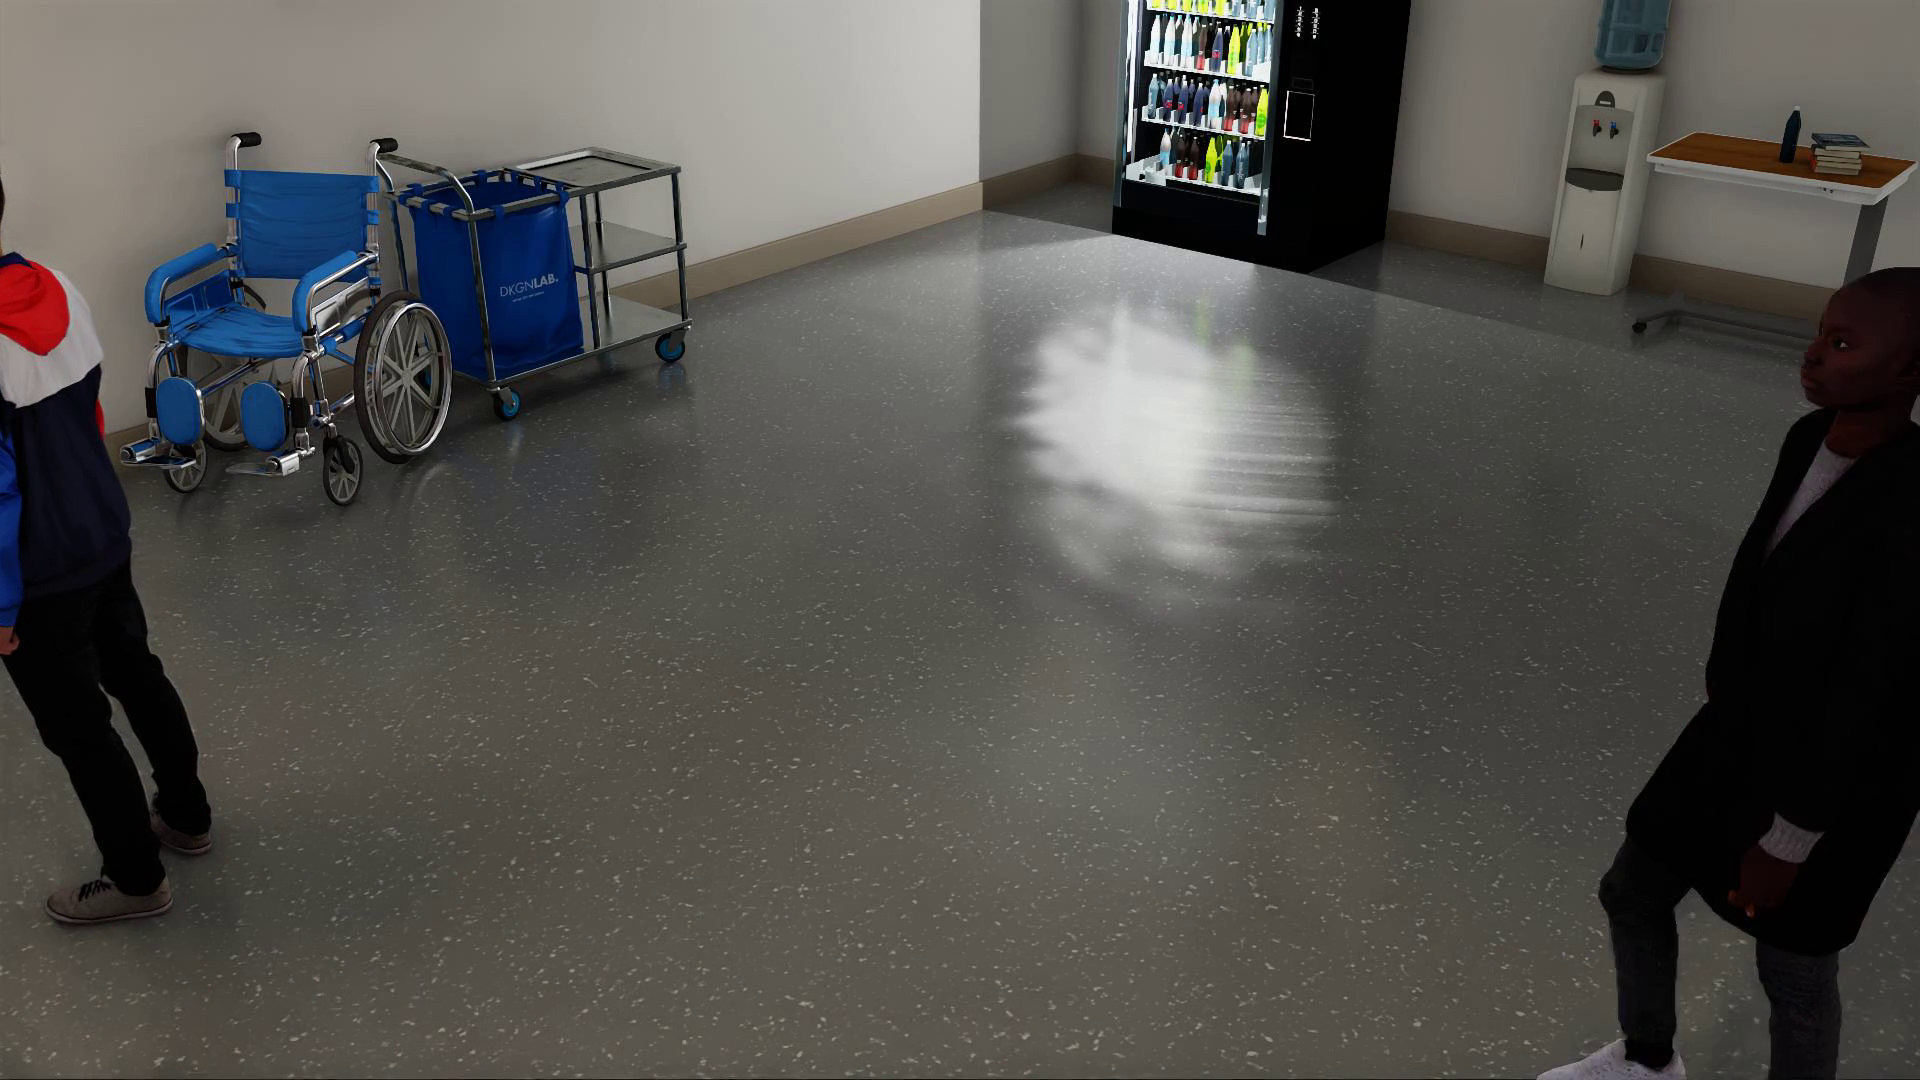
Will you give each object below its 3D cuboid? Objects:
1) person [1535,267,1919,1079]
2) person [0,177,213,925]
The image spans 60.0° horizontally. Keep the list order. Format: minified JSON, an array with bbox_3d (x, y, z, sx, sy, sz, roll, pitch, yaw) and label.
[{"bbox_3d":[1.508,0.402,2.815,0.882,1.746,0.822,-2,26,-5],"label":"person"},{"bbox_3d":[-1.959,0.018,3.597,0.735,1.758,0.718,2,26,4],"label":"person"}]
